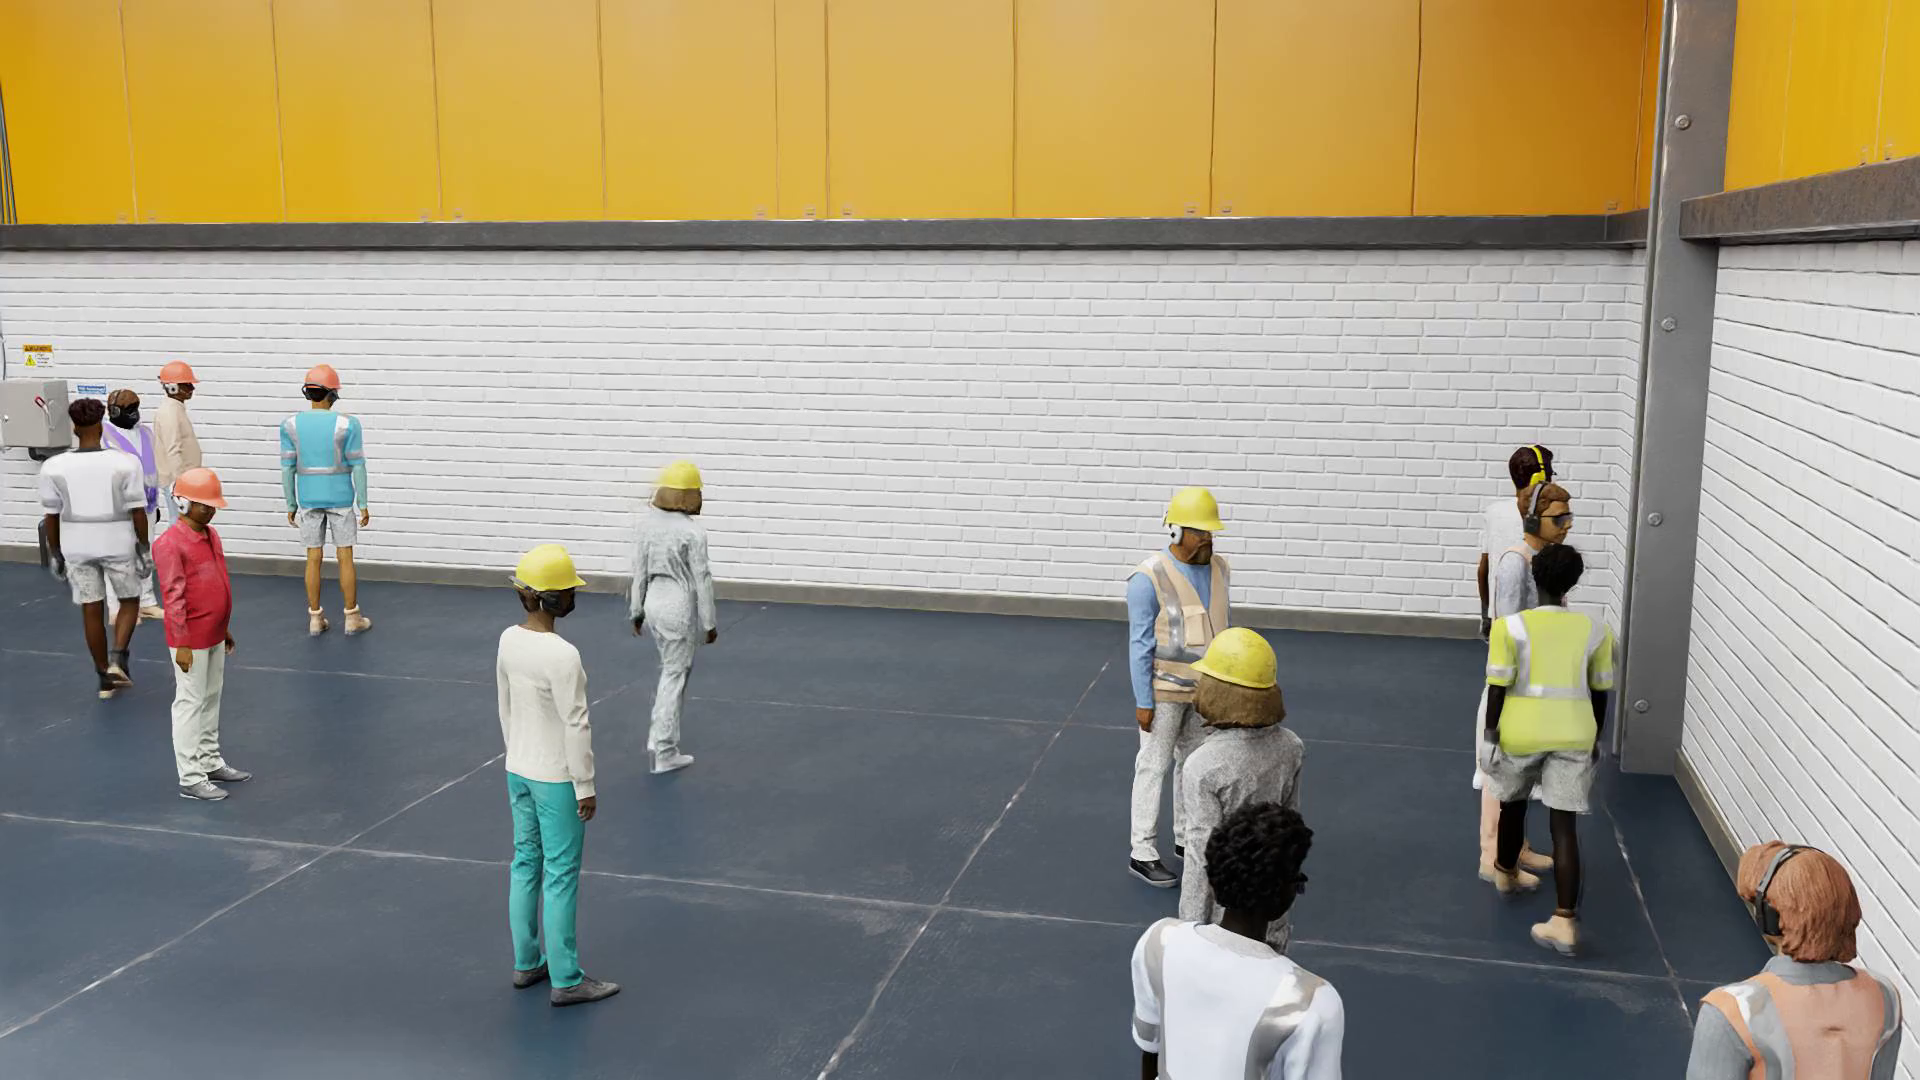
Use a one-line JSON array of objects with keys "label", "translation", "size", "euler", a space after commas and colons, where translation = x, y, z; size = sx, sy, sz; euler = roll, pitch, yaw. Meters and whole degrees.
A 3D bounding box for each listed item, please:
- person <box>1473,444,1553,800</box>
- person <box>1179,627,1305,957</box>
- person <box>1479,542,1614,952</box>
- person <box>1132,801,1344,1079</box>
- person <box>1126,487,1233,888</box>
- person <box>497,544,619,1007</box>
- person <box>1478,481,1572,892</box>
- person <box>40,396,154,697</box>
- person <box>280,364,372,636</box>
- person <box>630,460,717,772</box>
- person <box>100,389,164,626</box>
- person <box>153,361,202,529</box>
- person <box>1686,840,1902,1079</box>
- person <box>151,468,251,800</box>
[{"label": "person", "translation": [2.937, 0.429, 8.747], "size": [0.323, 1.870, 0.518], "euler": [-4, 10, -23]}, {"label": "person", "translation": [0.828, 1.120, 5.047], "size": [0.493, 1.746, 0.283], "euler": [-8, 13, -39]}, {"label": "person", "translation": [2.465, 0.833, 7.033], "size": [0.566, 1.635, 0.876], "euler": [1, 10, 3]}, {"label": "person", "translation": [0.594, 1.391, 3.621], "size": [0.541, 1.686, 0.320], "euler": [9, 13, 44]}, {"label": "person", "translation": [1.014, 0.657, 7.559], "size": [0.591, 1.823, 0.405], "euler": [-7, 12, -37]}, {"label": "person", "translation": [-1.554, 0.889, 6.345], "size": [0.530, 1.768, 0.312], "euler": [9, 13, 43]}, {"label": "person", "translation": [2.571, 0.647, 7.539], "size": [0.339, 1.845, 0.507], "euler": [7, 12, 36]}, {"label": "person", "translation": [-5.538, 0.051, 10.715], "size": [0.633, 1.952, 0.413], "euler": [-3, 10, -18]}, {"label": "person", "translation": [-4.761, -0.299, 12.527], "size": [0.614, 2.041, 0.393], "euler": [-1, 10, -3]}, {"label": "person", "translation": [-1.574, 0.420, 9.211], "size": [0.507, 1.720, 0.446], "euler": [7, 12, 35]}, {"label": "person", "translation": [-6.429, -0.251, 12.876], "size": [0.430, 1.836, 0.631], "euler": [3, 10, 17]}, {"label": "person", "translation": [-6.417, -0.478, 13.721], "size": [0.396, 1.993, 0.617], "euler": [-4, 10, -22]}, {"label": "person", "translation": [1.729, 1.437, 3.516], "size": [0.525, 1.631, 0.317], "euler": [-3, 10, -19]}, {"label": "person", "translation": [-3.994, 0.485, 8.791], "size": [0.339, 1.742, 0.563], "euler": [0, 10, -1]}]
